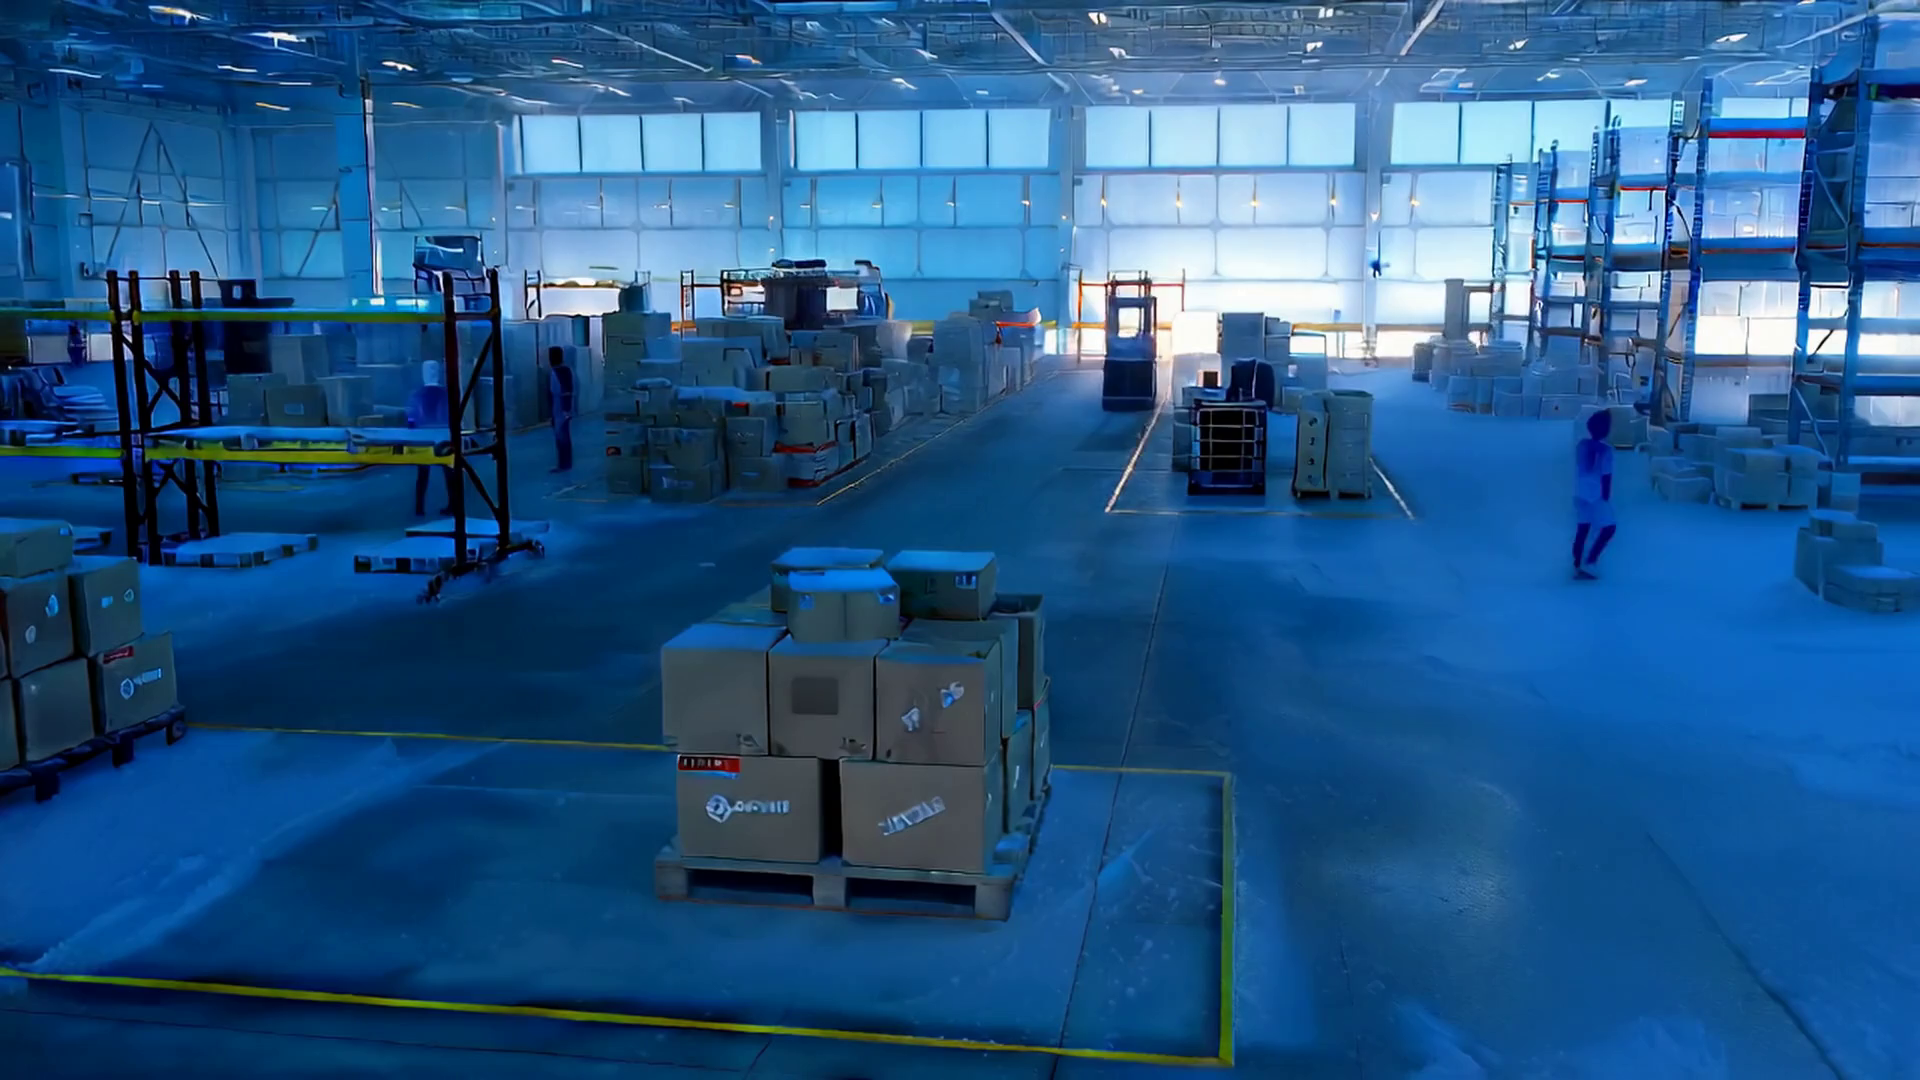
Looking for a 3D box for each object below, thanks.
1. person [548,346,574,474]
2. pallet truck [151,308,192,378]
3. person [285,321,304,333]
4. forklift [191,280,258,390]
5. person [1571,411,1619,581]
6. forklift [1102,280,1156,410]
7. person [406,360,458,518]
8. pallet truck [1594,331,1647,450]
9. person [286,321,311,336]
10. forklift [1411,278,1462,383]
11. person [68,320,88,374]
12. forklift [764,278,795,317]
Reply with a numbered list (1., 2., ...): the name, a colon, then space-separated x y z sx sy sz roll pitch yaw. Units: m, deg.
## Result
1. person: -5.963 -1.935 24.806 0.376 1.916 0.600 1 9 4
2. pallet truck: -21.869 -5.598 47.154 0.823 1.965 1.885 4 10 26
3. person: -19.781 -5.903 49.540 0.708 1.849 0.601 9 13 43
4. forklift: -15.675 -4.266 36.222 1.873 2.768 1.129 1 9 9
5. person: 6.166 -0.416 16.163 0.368 1.685 0.542 -4 10 -21
6. forklift: 3.732 -4.307 36.480 1.129 2.768 1.873 1 9 9
7. person: -6.454 -1.225 20.357 0.634 1.944 0.422 -3 10 -17
8. pallet truck: 11.253 -2.573 28.499 0.823 1.965 1.885 5 10 27
9. person: -17.318 -4.996 43.719 0.831 1.913 0.559 0 9 2
10. forklift: 13.186 -5.638 44.688 1.873 2.768 1.129 1 9 9
11. person: -26.035 -5.704 48.999 0.509 1.610 0.784 1 9 5
12. forklift: -4.590 -5.277 42.458 1.873 2.768 1.129 5 11 29
